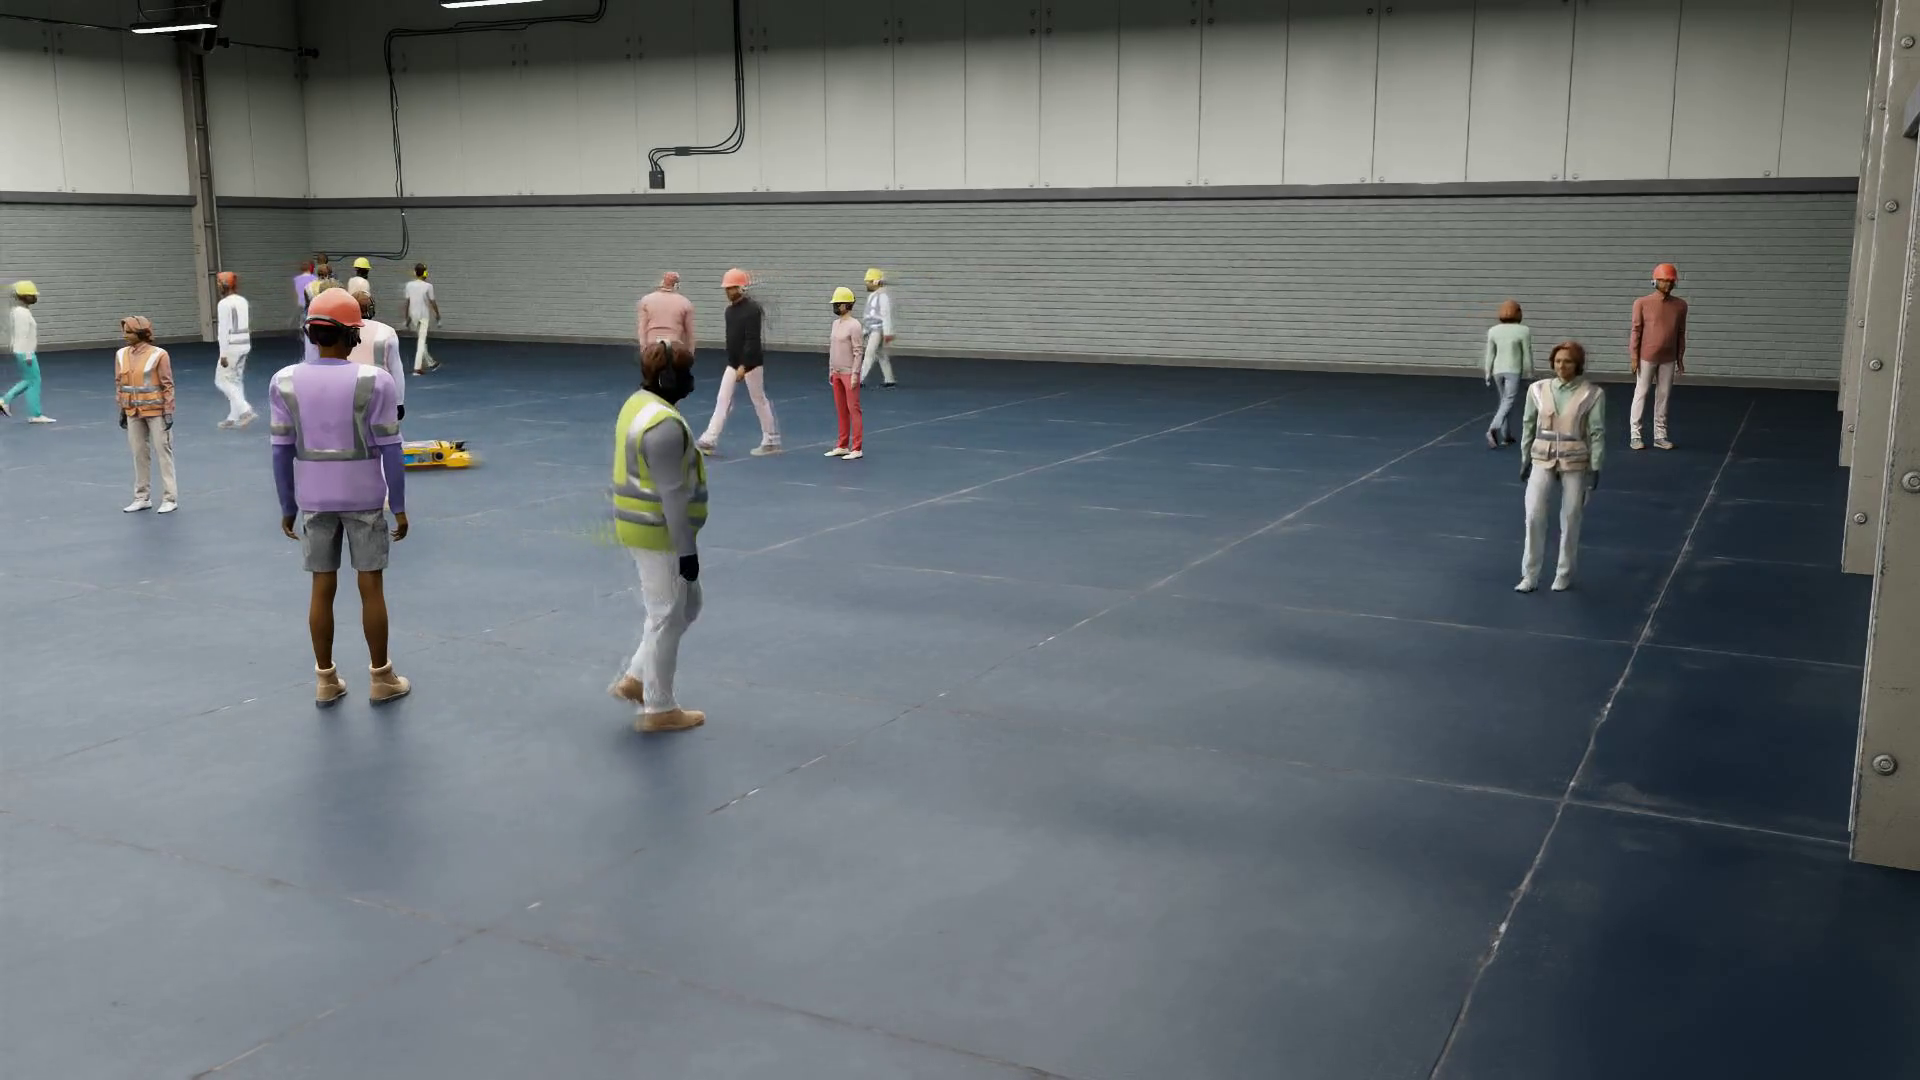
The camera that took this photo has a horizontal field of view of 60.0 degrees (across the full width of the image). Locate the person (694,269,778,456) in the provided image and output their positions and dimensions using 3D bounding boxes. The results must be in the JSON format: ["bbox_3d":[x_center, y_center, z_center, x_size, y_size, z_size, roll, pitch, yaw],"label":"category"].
[{"bbox_3d":[-2.328,-1.806,17.150,1.048,1.935,0.630,-9,14,-42],"label":"person"}]

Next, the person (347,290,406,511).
[{"bbox_3d":[-4.947,-1.154,13.880,0.629,1.842,0.429,-1,10,-5],"label":"person"}]

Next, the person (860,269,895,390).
[{"bbox_3d":[-1.341,-3.119,24.744,0.890,1.787,0.624,-4,11,-19],"label":"person"}]

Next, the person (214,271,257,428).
[{"bbox_3d":[-8.642,-2.245,19.732,0.477,1.877,0.598,1,10,6],"label":"person"}]

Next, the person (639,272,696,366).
[{"bbox_3d":[-3.493,-2.273,19.953,0.646,1.855,0.813,0,10,3],"label":"person"}]

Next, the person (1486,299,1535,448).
[{"bbox_3d":[5.938,-1.814,18.111,0.777,1.604,0.500,-9,13,-39],"label":"person"}]

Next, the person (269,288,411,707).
[{"bbox_3d":[-3.006,-0.199,8.122,0.616,2.041,0.379,0,10,-2],"label":"person"}]

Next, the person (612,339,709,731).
[{"bbox_3d":[-1.367,-0.011,7.695,0.445,1.826,0.658,-4,11,-20],"label":"person"}]

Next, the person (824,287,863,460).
[{"bbox_3d":[-1.190,-1.712,17.131,0.308,1.769,0.524,-8,13,-36],"label":"person"}]

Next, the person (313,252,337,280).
[{"bbox_3d":[-13.205,-5.002,34.599,0.632,1.940,0.372,1,10,4],"label":"person"}]

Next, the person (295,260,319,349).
[{"bbox_3d":[-12.656,-4.522,32.308,0.564,1.826,0.617,3,11,17],"label":"person"}]

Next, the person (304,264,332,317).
[{"bbox_3d":[-9.957,-3.412,26.193,0.634,1.841,0.429,1,10,3],"label":"person"}]

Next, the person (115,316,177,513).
[{"bbox_3d":[-6.741,-1.035,13.789,0.515,1.636,0.315,2,11,13],"label":"person"}]

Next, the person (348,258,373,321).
[{"bbox_3d":[-9.923,-3.722,27.654,0.594,1.922,0.385,9,14,41],"label":"person"}]

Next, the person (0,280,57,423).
[{"bbox_3d":[-11.439,-2.283,20.266,0.538,1.748,0.547,-6,12,-31],"label":"person"}]

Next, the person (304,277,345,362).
[{"bbox_3d":[-5.745,-1.470,15.440,0.920,1.897,0.633,-7,12,-32],"label":"person"}]

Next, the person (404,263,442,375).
[{"bbox_3d":[-8.882,-3.669,27.633,0.523,1.822,0.944,3,11,18],"label":"person"}]

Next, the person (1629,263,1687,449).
[{"bbox_3d":[7.513,-1.972,17.915,0.612,1.997,0.375,-1,10,-5],"label":"person"}]

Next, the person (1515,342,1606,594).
[{"bbox_3d":[3.800,-0.444,10.589,0.540,1.614,0.674,7,12,33],"label":"person"}]

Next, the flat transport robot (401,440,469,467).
[{"bbox_3d":[-5.618,-0.837,16.438,1.431,0.197,0.652,-4,11,-20],"label":"flat transport robot"}]
